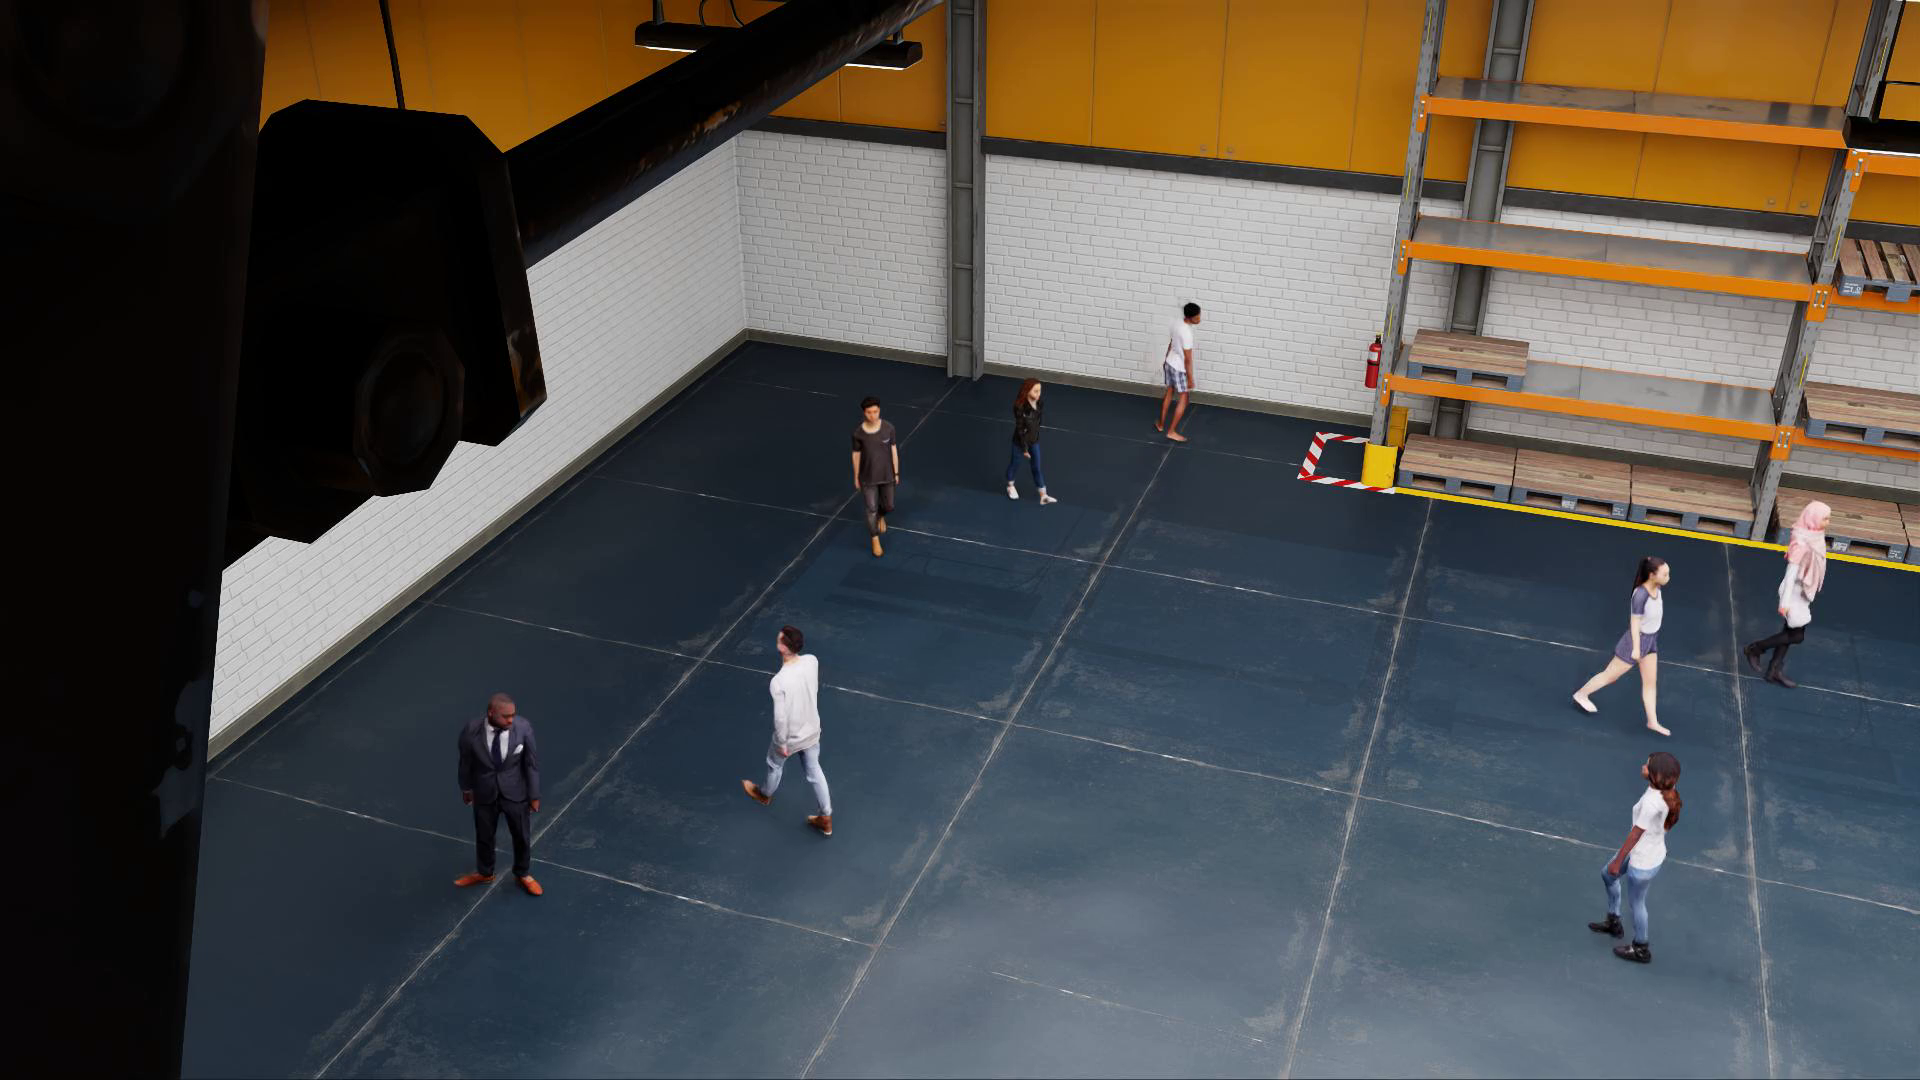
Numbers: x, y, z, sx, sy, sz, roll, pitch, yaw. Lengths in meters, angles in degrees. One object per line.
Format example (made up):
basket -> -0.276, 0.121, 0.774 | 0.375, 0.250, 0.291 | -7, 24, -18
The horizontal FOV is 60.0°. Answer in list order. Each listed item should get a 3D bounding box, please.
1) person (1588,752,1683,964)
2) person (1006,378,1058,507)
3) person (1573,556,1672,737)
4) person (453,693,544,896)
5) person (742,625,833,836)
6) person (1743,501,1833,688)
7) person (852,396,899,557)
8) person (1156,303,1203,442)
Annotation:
person -> 4.826, 2.233, 11.552 | 0.733, 1.707, 0.650 | 14, 32, 24
person -> 0.651, -1.079, 17.905 | 0.878, 1.438, 1.026 | -19, 34, -31
person -> 5.666, 0.867, 14.167 | 0.930, 1.602, 1.166 | -24, 37, -37
person -> -3.405, 1.846, 12.176 | 0.801, 1.789, 1.031 | 1, 29, 3
person -> -1.187, 1.497, 12.805 | 1.212, 1.798, 0.953 | 23, 36, 35
person -> 7.299, 0.462, 14.706 | 0.856, 1.797, 0.792 | 24, 37, 36
person -> -0.860, -0.707, 16.949 | 0.940, 1.700, 0.953 | -7, 29, -12
person -> 2.498, -1.995, 19.317 | 0.834, 1.693, 0.865 | -13, 31, -22
